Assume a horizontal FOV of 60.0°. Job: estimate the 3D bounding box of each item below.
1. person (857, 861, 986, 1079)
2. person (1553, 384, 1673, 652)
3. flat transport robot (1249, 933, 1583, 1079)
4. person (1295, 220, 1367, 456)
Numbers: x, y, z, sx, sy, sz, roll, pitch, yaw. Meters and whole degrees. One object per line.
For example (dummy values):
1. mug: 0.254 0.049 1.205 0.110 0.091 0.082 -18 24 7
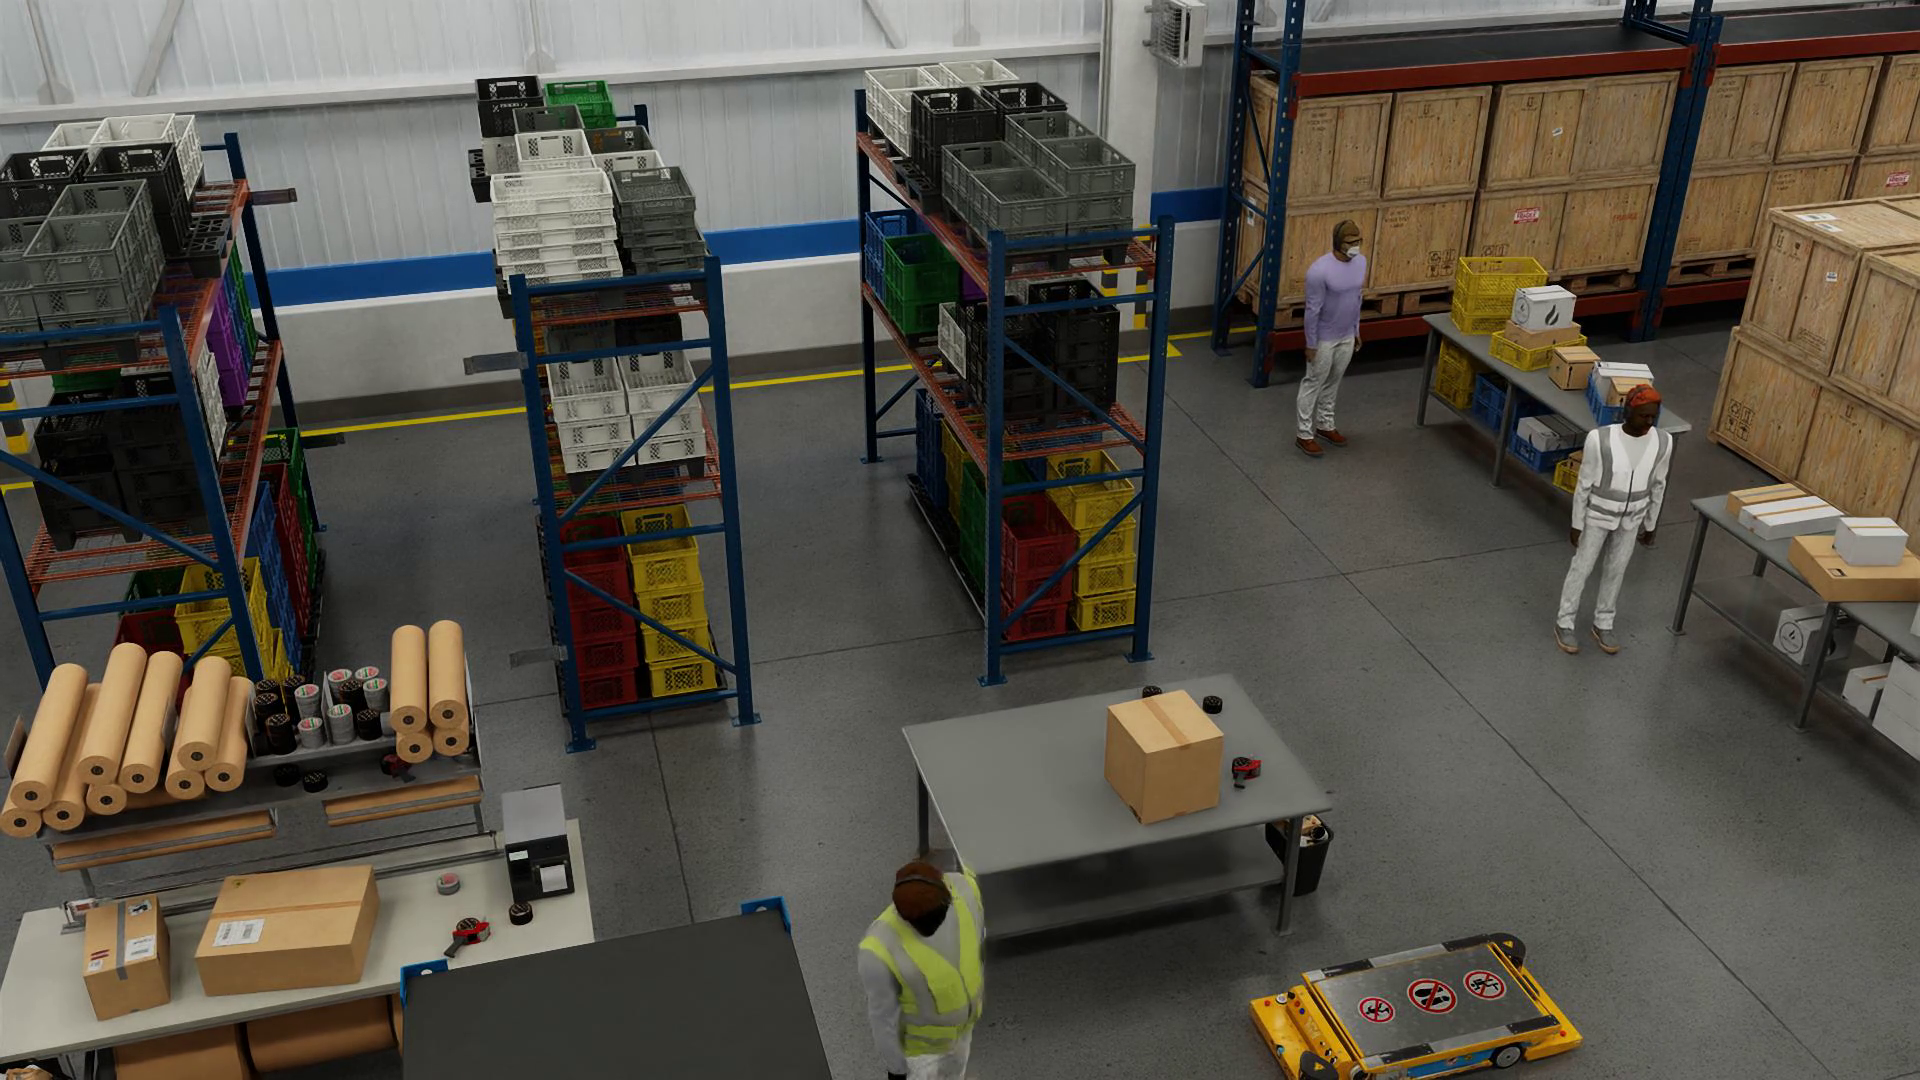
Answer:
1. person: -0.070 1.979 6.962 0.434 1.804 0.776 23 36 36
2. person: 4.217 -0.135 10.728 0.577 1.877 0.348 -1 29 -3
3. flat transport robot: 2.184 2.282 7.980 1.431 0.197 0.652 -8 30 -14
4. person: 3.002 -1.639 13.395 0.627 1.941 0.371 -20 34 -31
